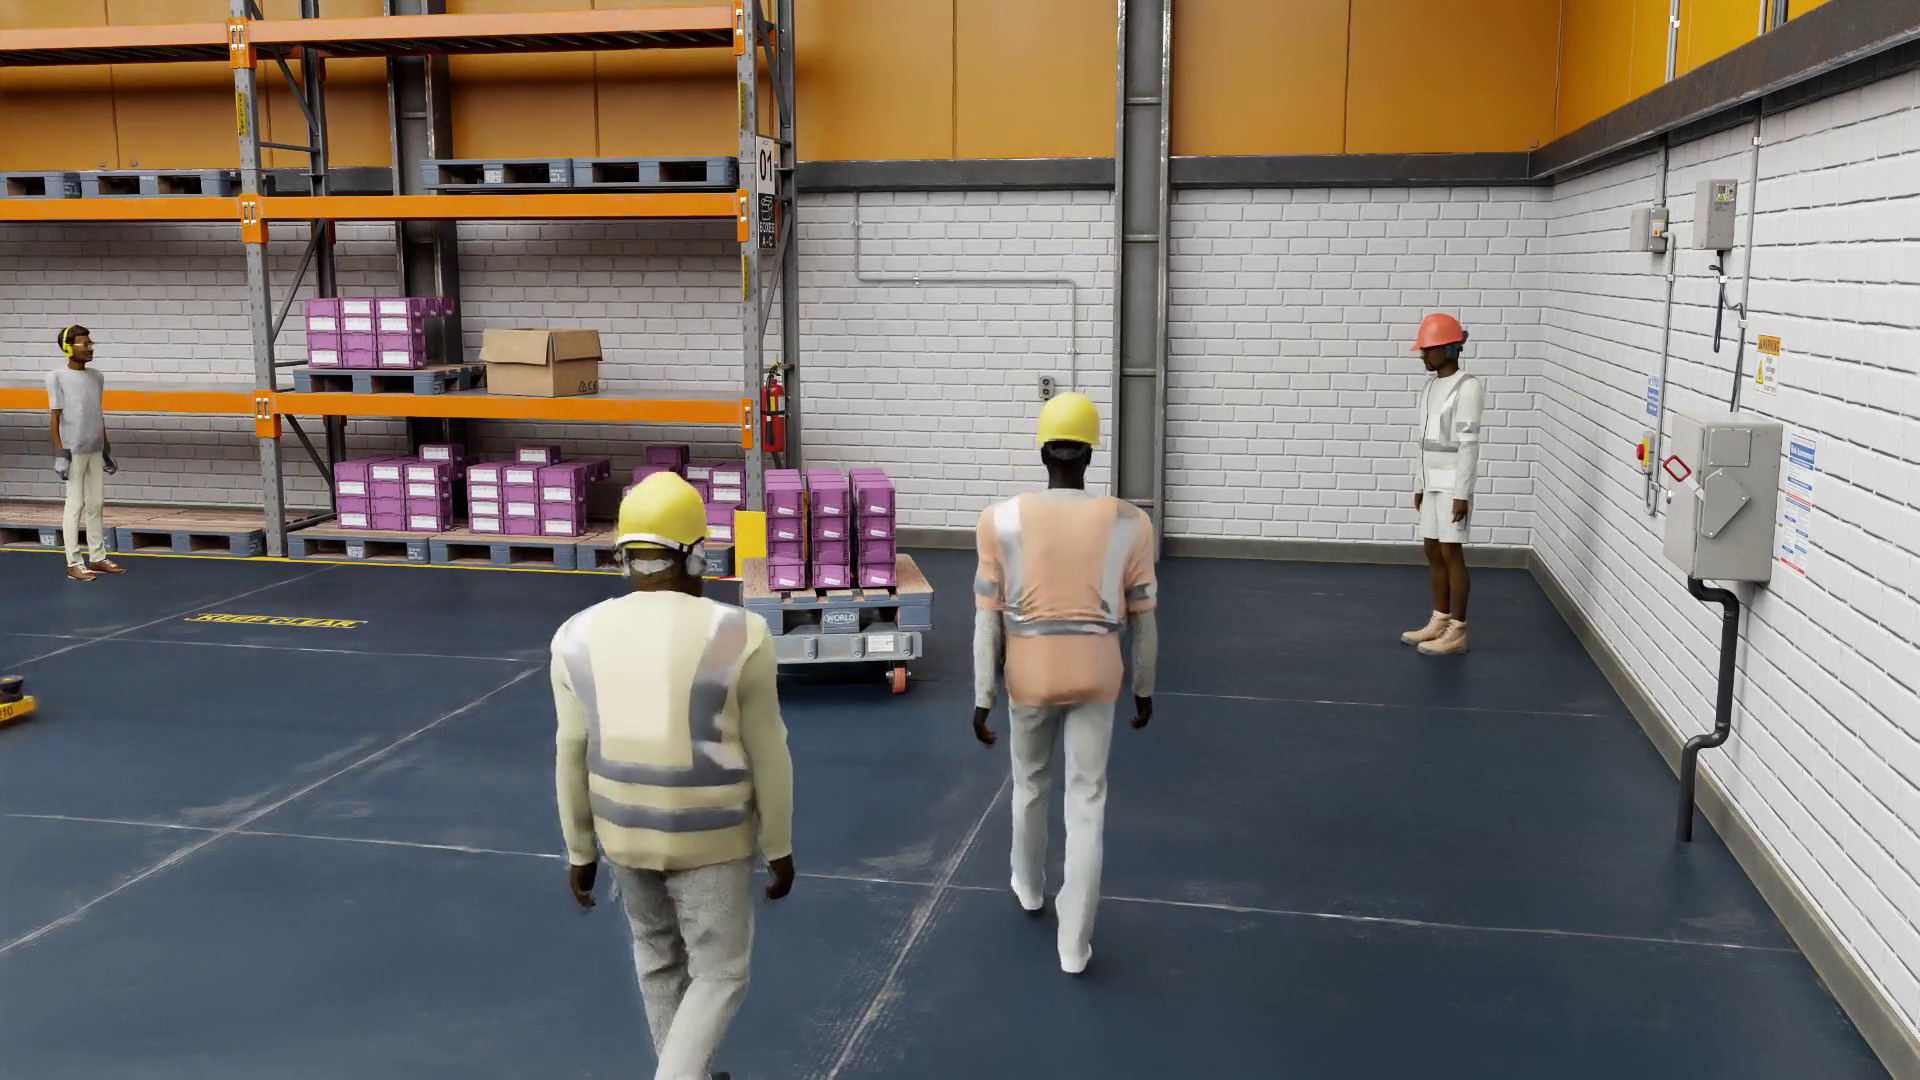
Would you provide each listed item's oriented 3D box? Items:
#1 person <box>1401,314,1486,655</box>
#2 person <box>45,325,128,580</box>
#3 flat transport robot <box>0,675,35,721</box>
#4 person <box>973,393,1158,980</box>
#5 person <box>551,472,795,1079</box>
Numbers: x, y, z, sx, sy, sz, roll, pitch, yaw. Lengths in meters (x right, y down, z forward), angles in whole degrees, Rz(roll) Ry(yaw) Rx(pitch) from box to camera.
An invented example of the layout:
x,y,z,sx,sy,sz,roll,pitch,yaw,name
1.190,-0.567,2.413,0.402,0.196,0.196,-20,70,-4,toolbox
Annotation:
x,y,z,sx,sy,sz,roll,pitch,yaw,name
2.873,-0.332,9.963,0.409,2.028,0.617,-2,10,-10,person
-6.473,-0.647,12.306,0.323,1.876,0.528,3,10,16,person
-5.507,0.809,8.353,1.431,0.197,0.652,2,10,12,flat transport robot
0.357,0.449,5.657,0.616,1.887,0.907,0,9,3,person
-0.728,0.737,4.165,0.598,1.813,0.755,3,10,15,person
